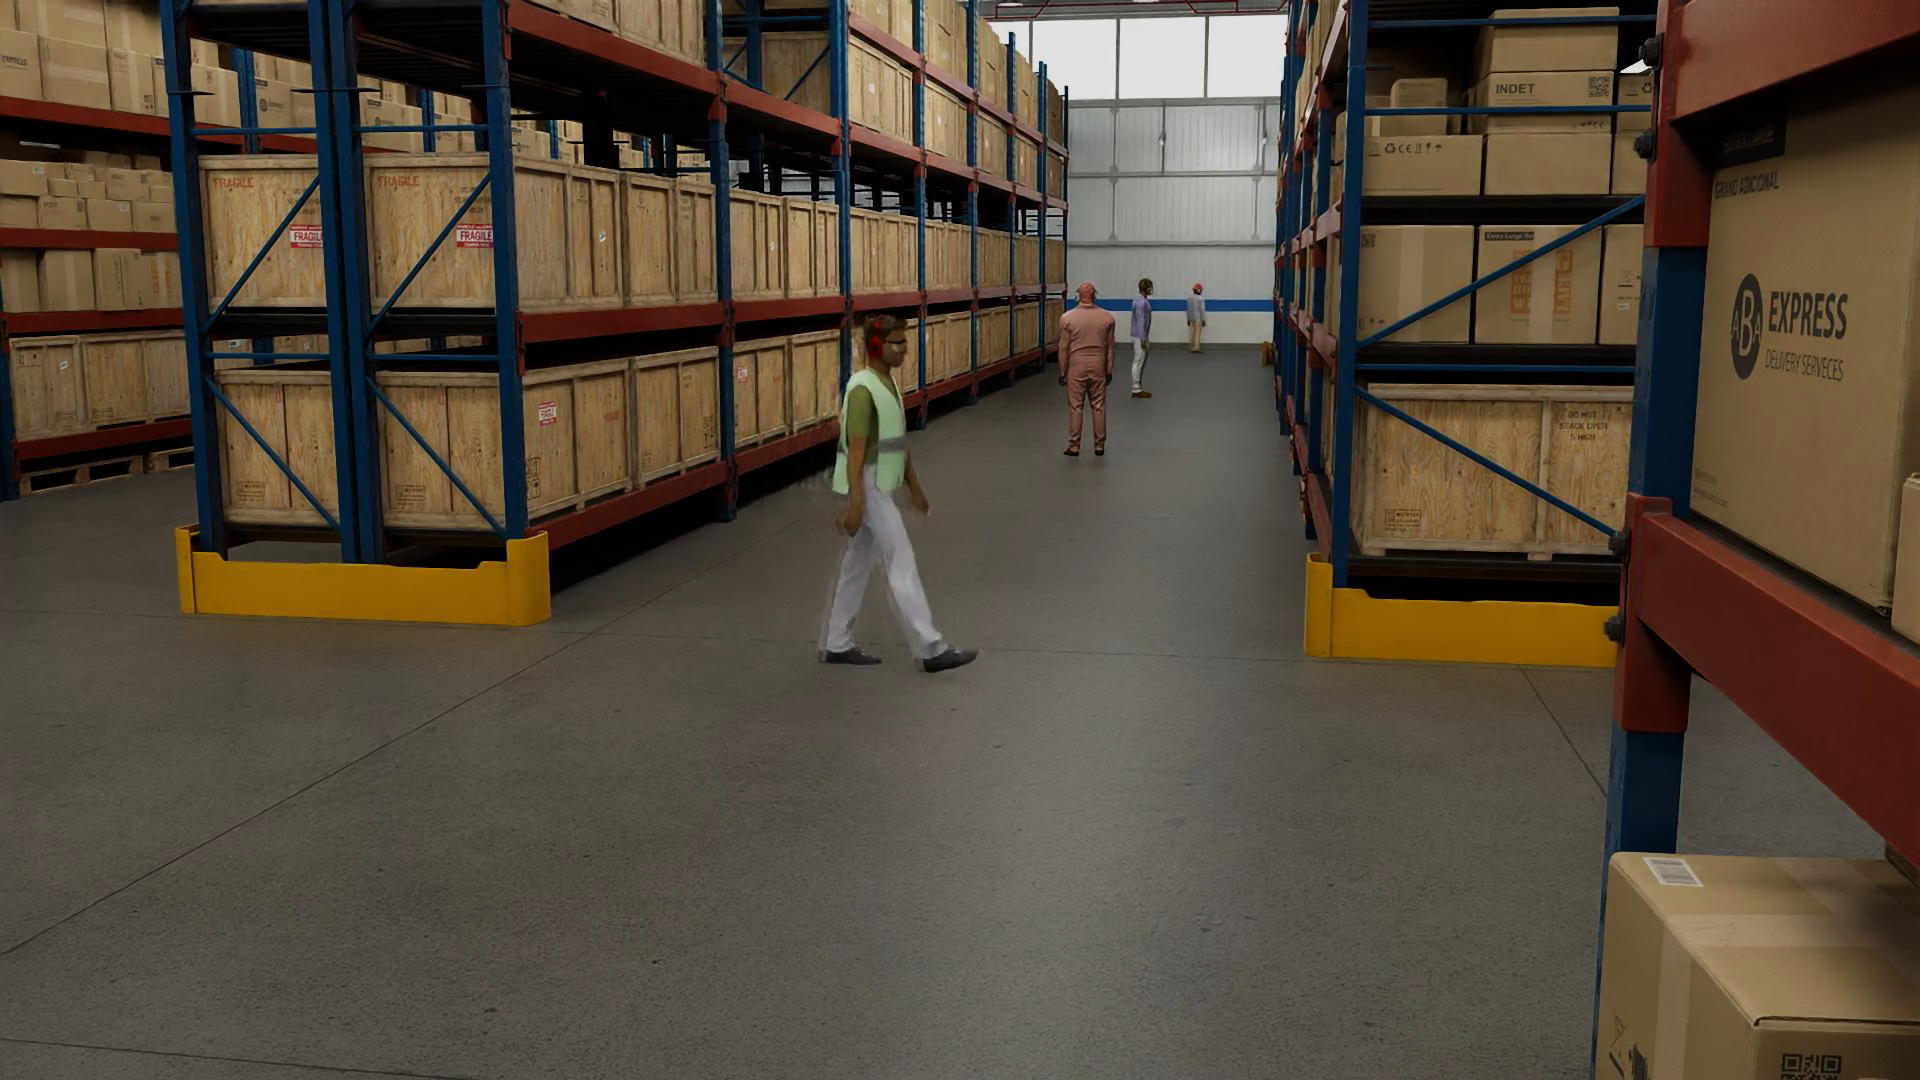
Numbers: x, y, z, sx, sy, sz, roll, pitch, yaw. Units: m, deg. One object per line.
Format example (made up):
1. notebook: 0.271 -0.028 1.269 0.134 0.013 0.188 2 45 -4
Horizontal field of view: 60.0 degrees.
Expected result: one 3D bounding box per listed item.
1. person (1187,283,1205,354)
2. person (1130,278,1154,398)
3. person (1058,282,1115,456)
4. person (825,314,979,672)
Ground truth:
1. person: 5.880 -5.493 41.257 0.346 1.746 0.573 -7 11 -37
2. person: 2.921 -3.244 26.763 0.363 1.932 0.632 2 9 10
3. person: 1.381 -1.870 18.301 0.641 1.908 0.407 -2 9 -12
4. person: -0.298 -0.224 8.409 0.901 1.809 0.571 1 9 6
